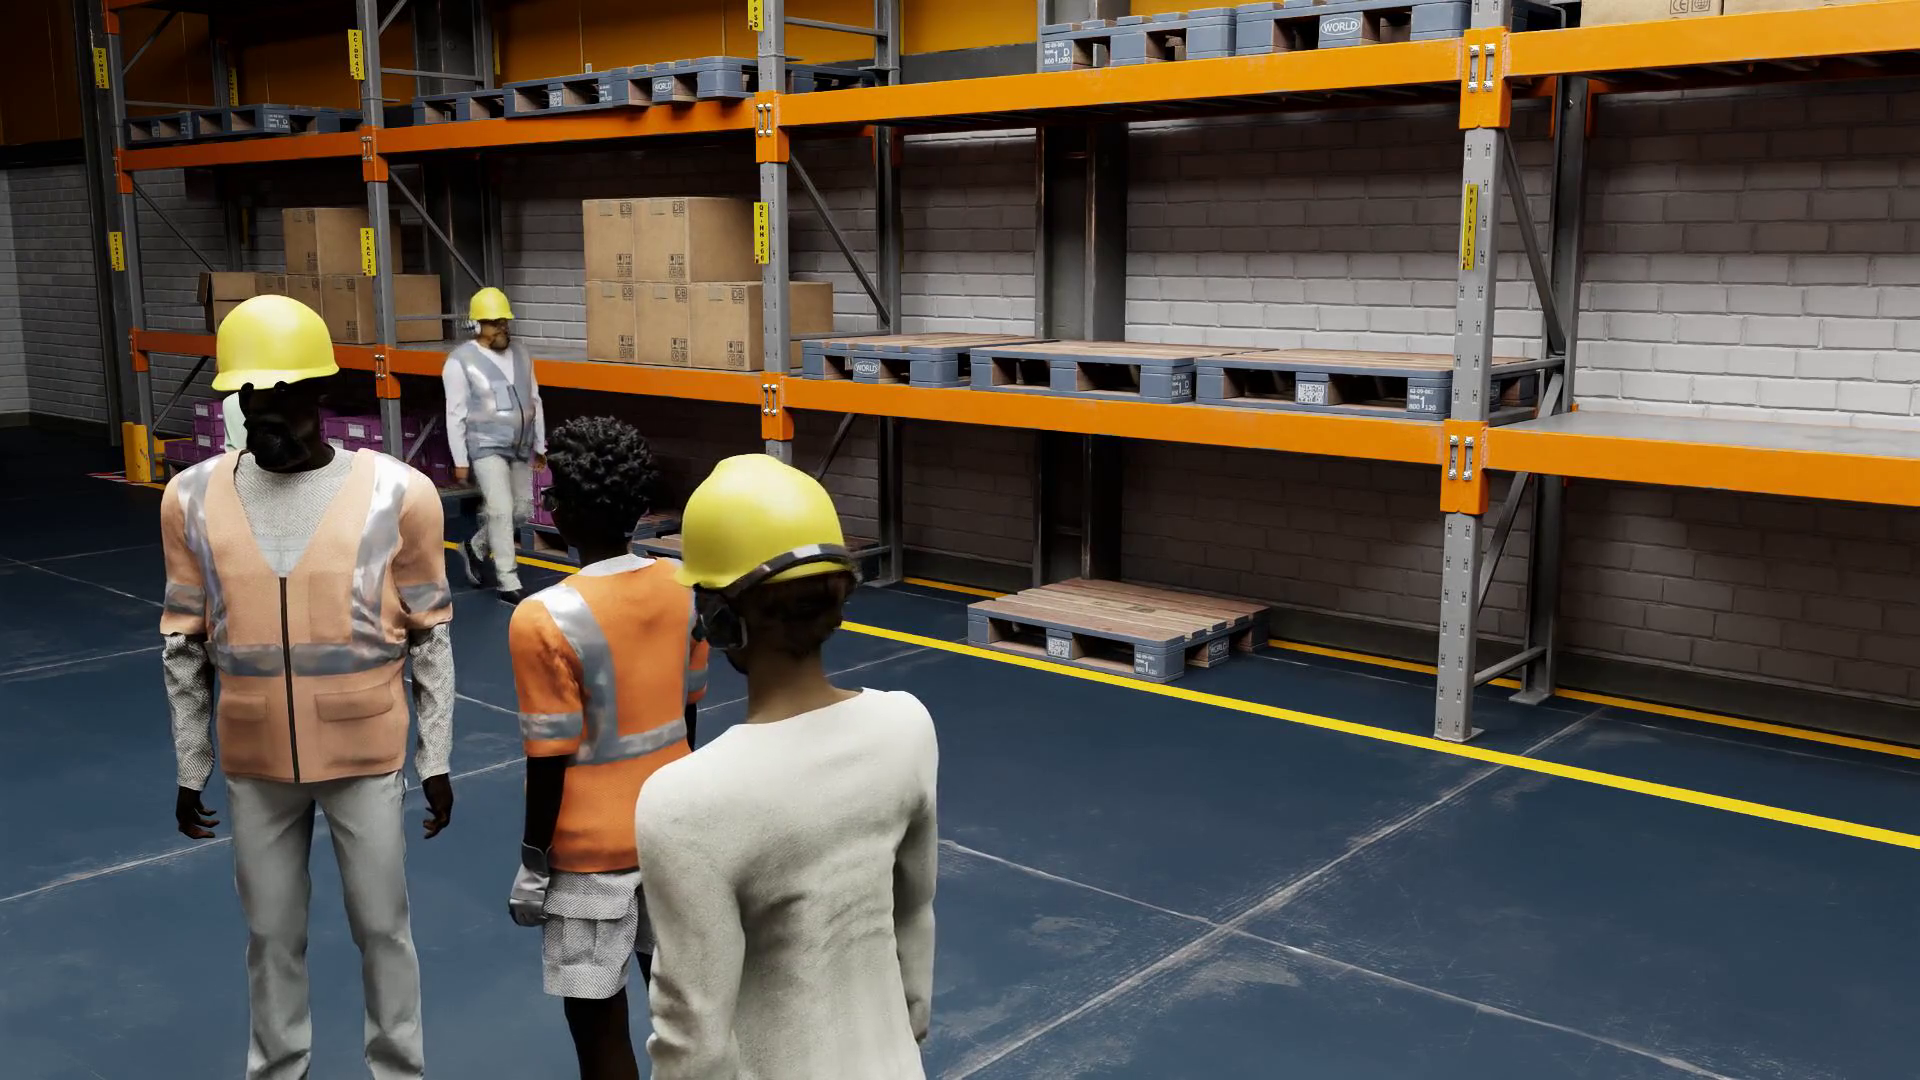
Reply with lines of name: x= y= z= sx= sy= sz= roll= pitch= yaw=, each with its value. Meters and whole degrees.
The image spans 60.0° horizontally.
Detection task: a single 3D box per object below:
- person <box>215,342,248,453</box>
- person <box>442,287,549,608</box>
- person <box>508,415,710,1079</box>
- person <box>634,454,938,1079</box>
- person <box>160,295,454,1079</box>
person: x=-3.414 y=-0.196 z=8.092 sx=0.288 sy=1.626 sz=0.497 roll=0 pitch=10 yaw=2
person: x=-2.667 y=-0.536 z=9.494 sx=0.707 sy=1.809 sz=0.603 roll=6 pitch=12 yaw=32
person: x=-0.700 y=0.597 z=3.362 sx=0.317 sy=1.696 sz=0.537 roll=5 pitch=11 yaw=27
person: x=-0.230 y=0.766 z=2.205 sx=0.328 sy=1.765 sz=0.532 roll=7 pitch=12 yaw=36
person: x=-1.386 y=0.448 z=3.555 sx=0.594 sy=1.925 sz=0.377 roll=-1 pitch=10 yaw=-5
